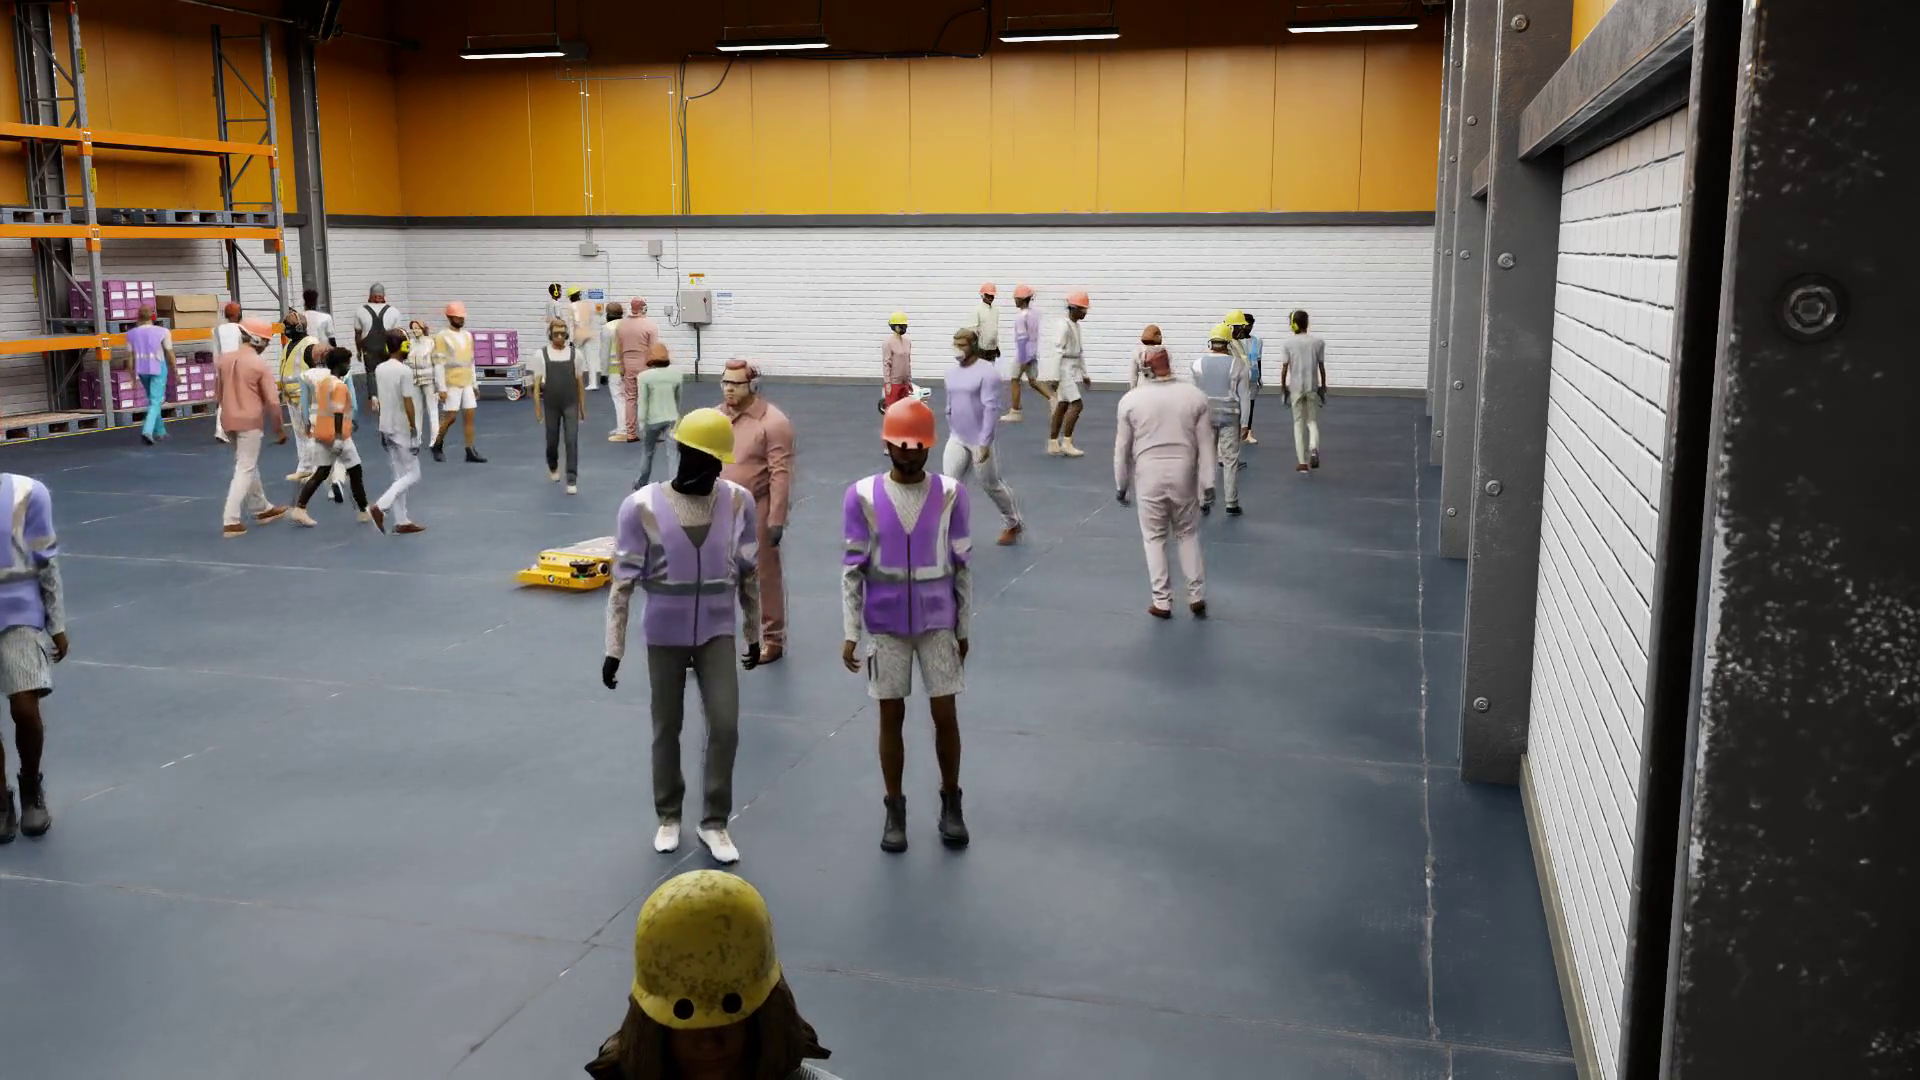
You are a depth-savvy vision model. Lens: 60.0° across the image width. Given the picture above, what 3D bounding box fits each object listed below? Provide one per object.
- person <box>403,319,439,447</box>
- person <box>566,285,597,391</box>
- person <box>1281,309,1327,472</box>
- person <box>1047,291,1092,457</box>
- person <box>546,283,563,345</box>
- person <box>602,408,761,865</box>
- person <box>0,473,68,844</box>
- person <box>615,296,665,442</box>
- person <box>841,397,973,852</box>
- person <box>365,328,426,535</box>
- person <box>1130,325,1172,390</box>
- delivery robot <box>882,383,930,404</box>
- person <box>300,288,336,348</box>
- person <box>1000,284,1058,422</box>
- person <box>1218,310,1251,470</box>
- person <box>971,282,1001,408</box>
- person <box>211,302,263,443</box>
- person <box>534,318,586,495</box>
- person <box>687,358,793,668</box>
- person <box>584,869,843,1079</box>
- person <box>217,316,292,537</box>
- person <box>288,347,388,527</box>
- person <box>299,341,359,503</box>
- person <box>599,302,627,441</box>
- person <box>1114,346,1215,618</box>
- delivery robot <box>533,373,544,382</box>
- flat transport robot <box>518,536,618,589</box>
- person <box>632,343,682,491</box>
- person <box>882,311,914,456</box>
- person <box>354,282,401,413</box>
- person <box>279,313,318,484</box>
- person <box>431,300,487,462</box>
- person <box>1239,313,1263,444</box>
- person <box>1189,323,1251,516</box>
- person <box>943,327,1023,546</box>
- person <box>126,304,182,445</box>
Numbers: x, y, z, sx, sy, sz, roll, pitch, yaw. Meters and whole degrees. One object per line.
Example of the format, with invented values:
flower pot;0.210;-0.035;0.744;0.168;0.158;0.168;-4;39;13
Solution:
person;-6.851;-1.996;21.184;0.512;1.642;0.311;2;10;12
person;-6.779;-3.578;29.521;0.962;1.853;0.601;8;13;38
person;3.883;-1.681;18.815;0.525;1.846;0.420;0;10;0
person;1.344;-1.998;20.166;0.642;2.001;0.643;2;10;13
person;-7.456;-3.798;30.743;0.327;1.872;0.516;-8;13;-38
person;-1.138;0.406;6.858;0.700;1.888;0.693;-4;11;-20
person;-4.116;0.362;7.040;0.565;1.916;0.436;-4;11;-20
person;-4.146;-2.211;21.652;0.654;1.904;0.406;4;11;23
person;-0.221;0.358;7.049;0.558;1.932;0.409;0;10;-2
person;-5.000;-0.937;14.627;0.578;1.846;0.557;7;12;35
person;2.259;-1.731;19.705;0.501;1.632;0.286;4;11;21
delivery robot;-0.809;-2.197;25.128;0.707;0.478;0.477;5;11;28
person;-9.527;-2.736;24.530;0.601;1.940;0.909;1;10;4
person;1.023;-2.686;24.040;0.894;2.020;0.613;6;12;32
person;3.133;-1.720;19.081;0.404;1.833;0.588;4;11;24
person;0.422;-3.034;26.069;0.394;1.990;0.618;9;13;40
person;-9.515;-2.194;21.777;0.589;1.838;1.007;0;10;2
person;-4.173;-1.409;17.358;0.516;1.824;0.741;-3;11;-18
person;-1.368;-0.139;9.994;0.677;1.877;0.820;5;11;28
person;-0.334;1.288;2.301;0.485;1.744;0.294;-3;10;-15
person;-6.337;-1.025;14.877;0.635;1.926;0.899;5;11;28
person;-5.750;-0.937;15.180;0.844;1.646;0.554;-9;13;-40
person;-6.300;-1.173;16.595;0.524;1.613;0.723;-2;10;-12
person;-4.541;-2.211;21.940;0.582;1.820;0.634;5;11;24
person;1.401;-0.400;11.495;0.667;1.870;0.502;0;10;-3
delivery robot;-6.853;-2.743;28.224;0.707;0.478;0.477;0;10;1
flat transport robot;-2.712;0.138;12.980;0.652;0.197;1.431;5;11;27
person;-3.028;-1.173;16.659;0.502;1.588;0.868;-6;11;-29
person;-0.751;-1.909;20.342;0.308;1.769;0.525;7;12;34
person;-8.957;-2.981;25.633;0.684;2.000;0.914;-3;10;-17
person;-7.108;-1.527;17.961;0.634;1.841;0.429;9;13;41
person;-5.958;-1.862;19.676;0.576;1.950;0.554;6;12;30
person;3.669;-2.074;21.458;0.542;1.698;0.316;-4;11;-19
person;2.466;-1.134;15.766;0.588;1.831;0.404;4;11;22
person;0.139;-0.840;13.946;0.644;1.904;1.001;9;13;40
person;-10.513;-2.149;21.594;0.581;1.810;0.920;1;10;4
